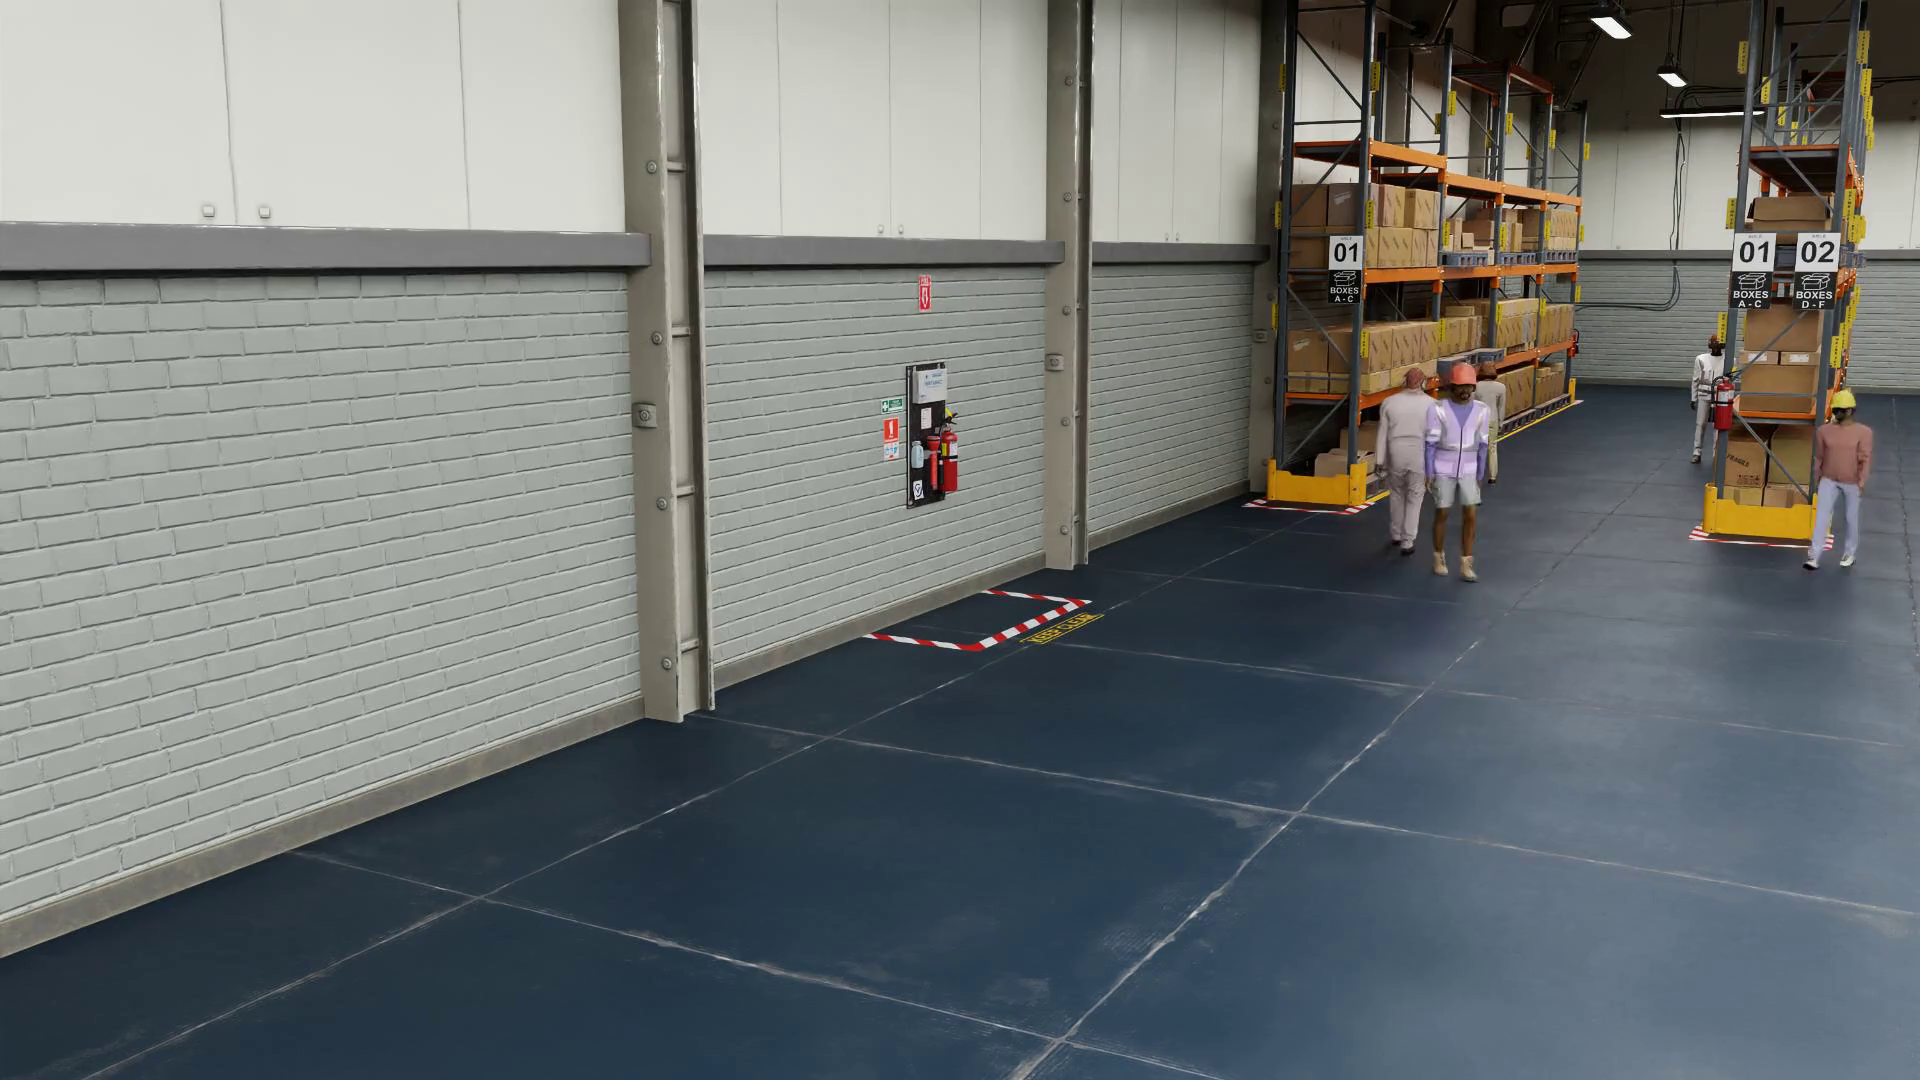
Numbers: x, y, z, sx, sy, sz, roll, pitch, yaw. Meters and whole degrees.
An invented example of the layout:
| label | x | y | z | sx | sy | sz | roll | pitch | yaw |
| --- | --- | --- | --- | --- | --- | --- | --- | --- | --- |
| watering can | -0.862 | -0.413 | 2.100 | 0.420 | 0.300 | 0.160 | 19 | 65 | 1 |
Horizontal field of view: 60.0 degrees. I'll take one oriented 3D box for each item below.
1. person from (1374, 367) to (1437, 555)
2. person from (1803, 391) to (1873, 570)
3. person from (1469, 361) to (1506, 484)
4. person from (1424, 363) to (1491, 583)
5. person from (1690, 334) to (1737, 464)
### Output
| label | x | y | z | sx | sy | sz | roll | pitch | yaw |
| --- | --- | --- | --- | --- | --- | --- | --- | --- | --- |
| person | 4.603 | -0.818 | 16.914 | 0.681 | 1.864 | 0.927 | 4 | 11 | 23 |
| person | 8.388 | -0.560 | 15.862 | 0.526 | 1.719 | 0.912 | 8 | 13 | 41 |
| person | 6.901 | -1.535 | 21.847 | 0.493 | 1.624 | 0.280 | 0 | 10 | -3 |
| person | 4.587 | -0.614 | 15.331 | 0.631 | 2.012 | 0.866 | 0 | 10 | 2 |
| person | 10.853 | -2.033 | 23.998 | 0.576 | 1.885 | 0.355 | 5 | 11 | 28 |
